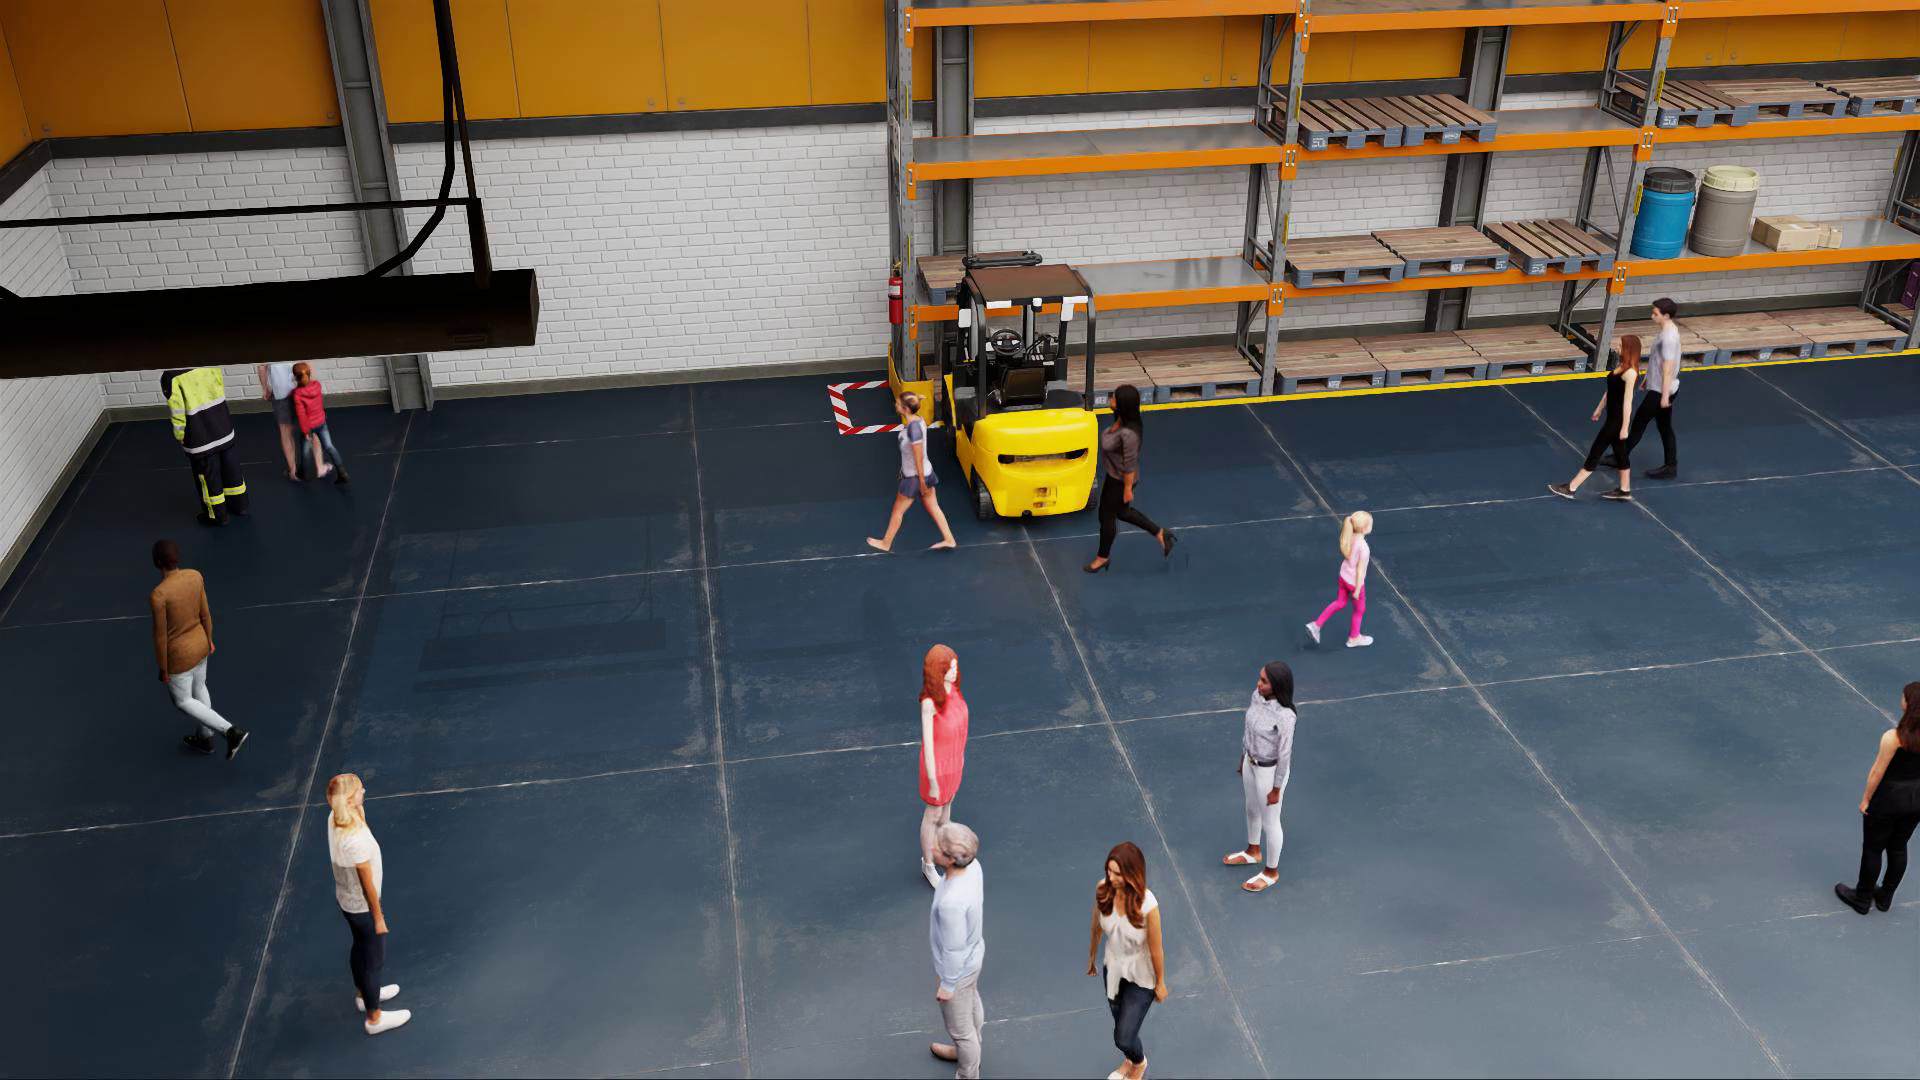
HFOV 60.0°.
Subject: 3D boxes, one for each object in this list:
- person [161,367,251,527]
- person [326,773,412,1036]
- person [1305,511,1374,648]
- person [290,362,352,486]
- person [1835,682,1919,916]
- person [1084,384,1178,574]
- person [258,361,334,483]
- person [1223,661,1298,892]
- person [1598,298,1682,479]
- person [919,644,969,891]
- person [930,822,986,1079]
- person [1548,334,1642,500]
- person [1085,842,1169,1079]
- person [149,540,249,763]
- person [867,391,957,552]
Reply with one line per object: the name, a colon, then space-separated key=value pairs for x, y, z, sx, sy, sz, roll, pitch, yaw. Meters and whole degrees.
person: x=-7.041 y=-1.087 z=15.459 sx=0.888 sy=1.983 sz=0.868 roll=14 pitch=32 yaw=24
person: x=-3.541 y=2.132 z=9.745 sx=0.676 sy=1.804 sz=0.673 roll=-20 pitch=35 yaw=-32
person: x=3.154 y=0.331 z=13.615 sx=0.830 sy=1.260 sz=0.555 roll=-9 pitch=30 yaw=-15
person: x=-6.240 y=-1.106 z=16.219 sx=0.958 sy=1.289 sz=0.873 roll=17 pitch=33 yaw=28
person: x=6.033 y=1.673 z=10.712 sx=0.478 sy=1.683 sz=0.619 roll=-5 pitch=29 yaw=-8
person: x=1.509 y=-0.513 z=14.576 sx=1.123 sy=1.820 sz=0.827 roll=2 pitch=29 yaw=3
person: x=-6.513 y=-1.455 z=16.303 sx=0.551 sy=1.820 sz=0.777 roll=-14 pitch=32 yaw=-24
person: x=2.007 y=1.528 z=10.935 sx=0.550 sy=1.724 sz=0.628 roll=-10 pitch=30 yaw=-17
person: x=6.967 y=-1.439 z=16.272 sx=1.185 sy=1.823 sz=1.056 roll=11 pitch=31 yaw=20
person: x=-0.124 y=1.473 z=10.928 sx=0.690 sy=1.827 sz=0.672 roll=13 pitch=31 yaw=22
person: x=-0.006 y=2.340 z=9.270 sx=0.696 sy=1.893 sz=0.730 roll=4 pitch=29 yaw=8
person: x=6.344 y=-1.127 z=15.833 sx=1.118 sy=1.694 sz=0.849 roll=5 pitch=29 yaw=9
person: x=1.012 y=2.374 z=9.336 sx=0.777 sy=1.770 sz=0.739 roll=-25 pitch=38 yaw=-38
person: x=-5.580 y=0.838 z=12.116 sx=1.065 sy=1.805 sz=0.922 roll=10 pitch=30 yaw=17
person: x=-0.312 y=-0.562 z=14.931 sx=1.095 sy=1.566 sz=0.770 roll=3 pitch=29 yaw=5
